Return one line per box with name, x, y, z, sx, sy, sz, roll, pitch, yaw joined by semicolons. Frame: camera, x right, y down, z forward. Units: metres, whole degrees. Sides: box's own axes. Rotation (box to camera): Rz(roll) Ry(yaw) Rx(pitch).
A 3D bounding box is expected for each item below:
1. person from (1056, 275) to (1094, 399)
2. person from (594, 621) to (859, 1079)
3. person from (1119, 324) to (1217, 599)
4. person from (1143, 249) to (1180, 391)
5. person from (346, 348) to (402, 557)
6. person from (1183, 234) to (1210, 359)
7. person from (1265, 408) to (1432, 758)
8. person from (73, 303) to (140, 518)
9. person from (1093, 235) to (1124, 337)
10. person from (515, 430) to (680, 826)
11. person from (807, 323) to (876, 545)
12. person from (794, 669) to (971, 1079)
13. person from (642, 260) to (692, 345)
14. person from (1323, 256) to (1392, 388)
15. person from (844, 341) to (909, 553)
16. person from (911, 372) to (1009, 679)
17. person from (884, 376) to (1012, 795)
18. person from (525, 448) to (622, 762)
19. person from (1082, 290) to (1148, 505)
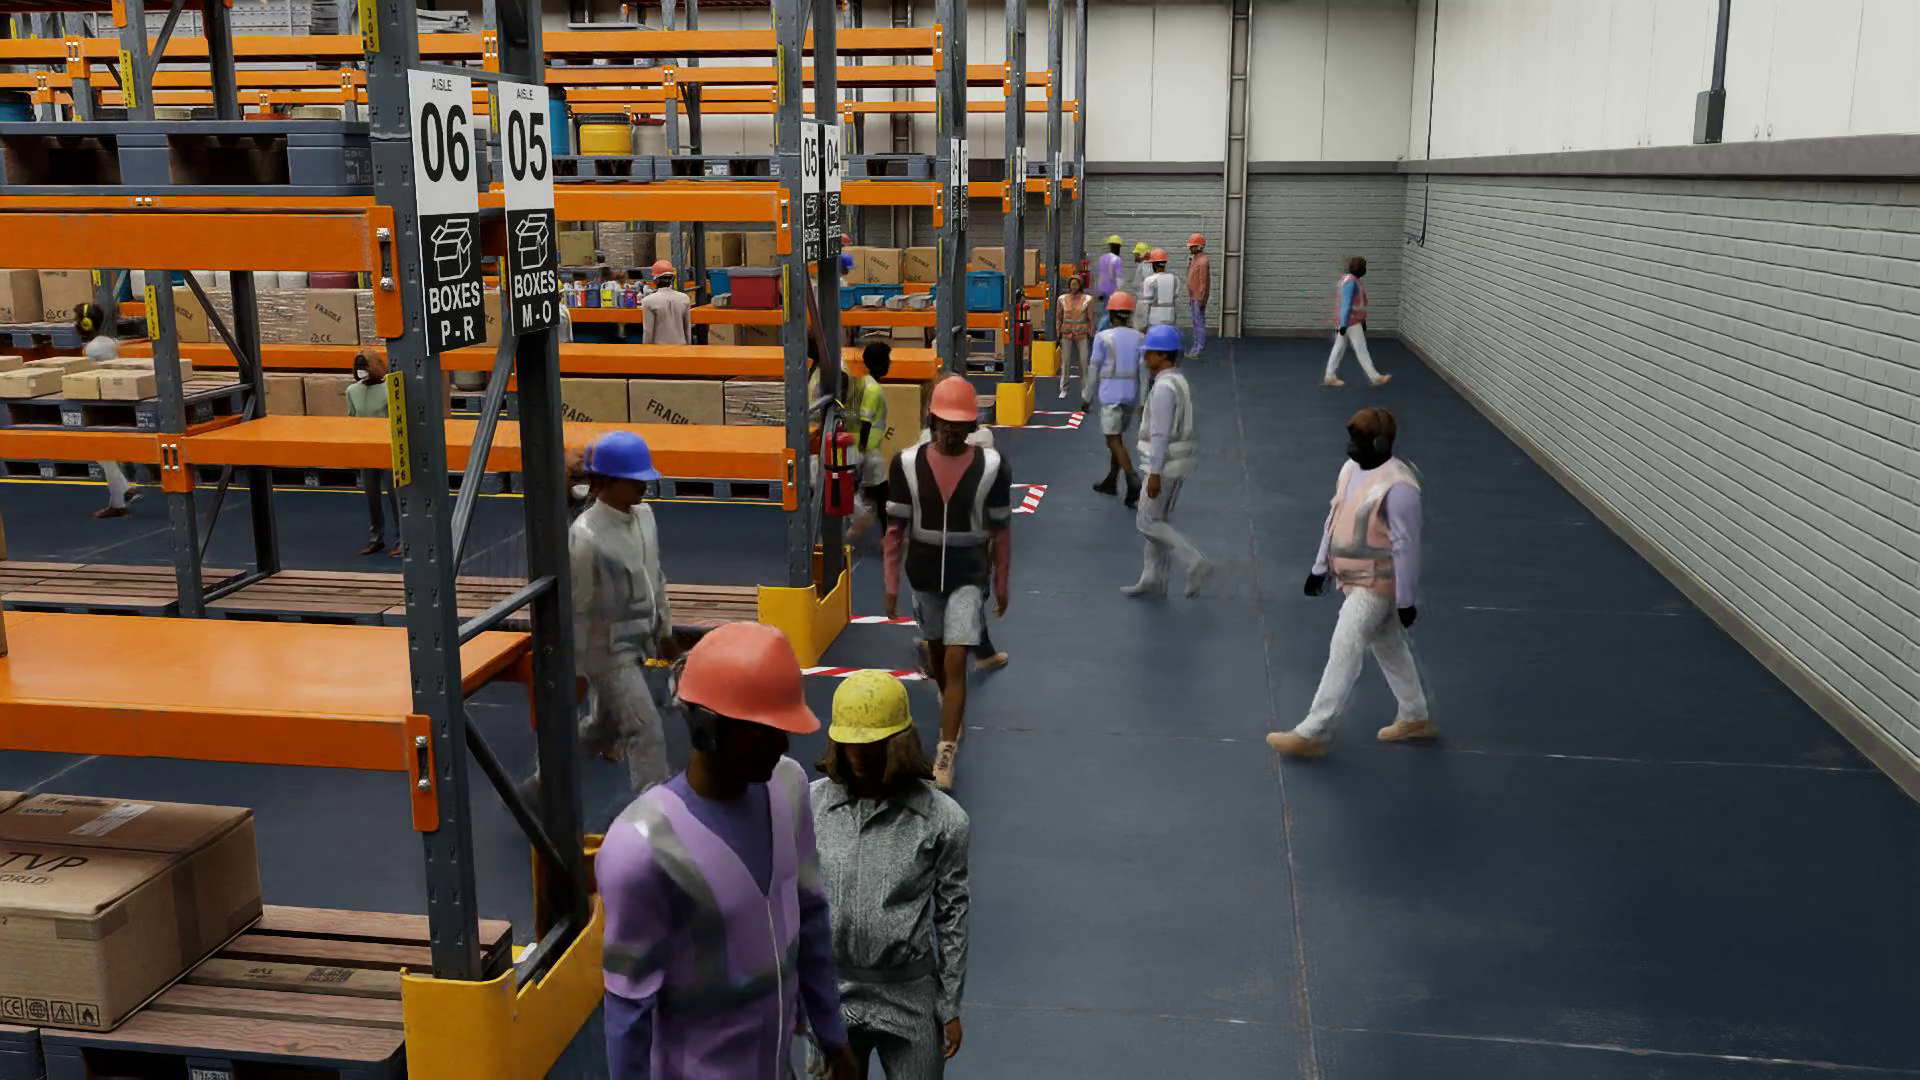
person;1.511;-2.660;21.821;0.513;1.630;0.318;3;13;13
person;-0.493;1.156;3.715;0.415;2.015;0.615;7;14;29
person;1.432;-0.511;11.415;0.585;1.936;0.627;3;13;13
person;2.697;-2.972;22.556;0.549;1.929;0.387;-5;14;-22
person;-4.505;-0.675;12.870;0.494;1.624;0.279;3;13;14
person;3.775;-3.877;26.508;0.405;1.986;0.612;-1;13;-6
person;2.059;0.215;8.488;0.975;1.795;0.626;-2;13;-8
person;-7.369;-1.096;14.226;0.385;1.859;0.548;-2;13;-8
person;2.564;-4.191;28.099;0.471;1.901;0.610;-6;14;-26
person;-1.555;0.451;7.160;0.955;1.902;0.643;3;13;14
person;-0.967;-0.791;12.949;0.571;1.826;0.644;-4;13;-18
person;-0.220;1.169;4.269;0.484;1.745;0.296;2;13;10
person;-3.247;-2.091;18.415;0.612;1.995;0.379;-11;17;-41
person;5.515;-3.003;22.976;0.955;1.791;0.630;3;13;12
person;-0.709;-0.712;12.926;0.818;1.649;0.551;-4;13;-17
person;-0.033;-0.065;9.699;0.550;1.810;0.744;11;16;40
person;-0.050;0.164;8.260;0.619;1.992;1.067;2;13;8
person;-1.897;0.341;8.288;0.497;1.626;0.299;-5;13;-20
person;1.474;-1.290;15.019;0.539;1.910;0.905;-7;14;-28
